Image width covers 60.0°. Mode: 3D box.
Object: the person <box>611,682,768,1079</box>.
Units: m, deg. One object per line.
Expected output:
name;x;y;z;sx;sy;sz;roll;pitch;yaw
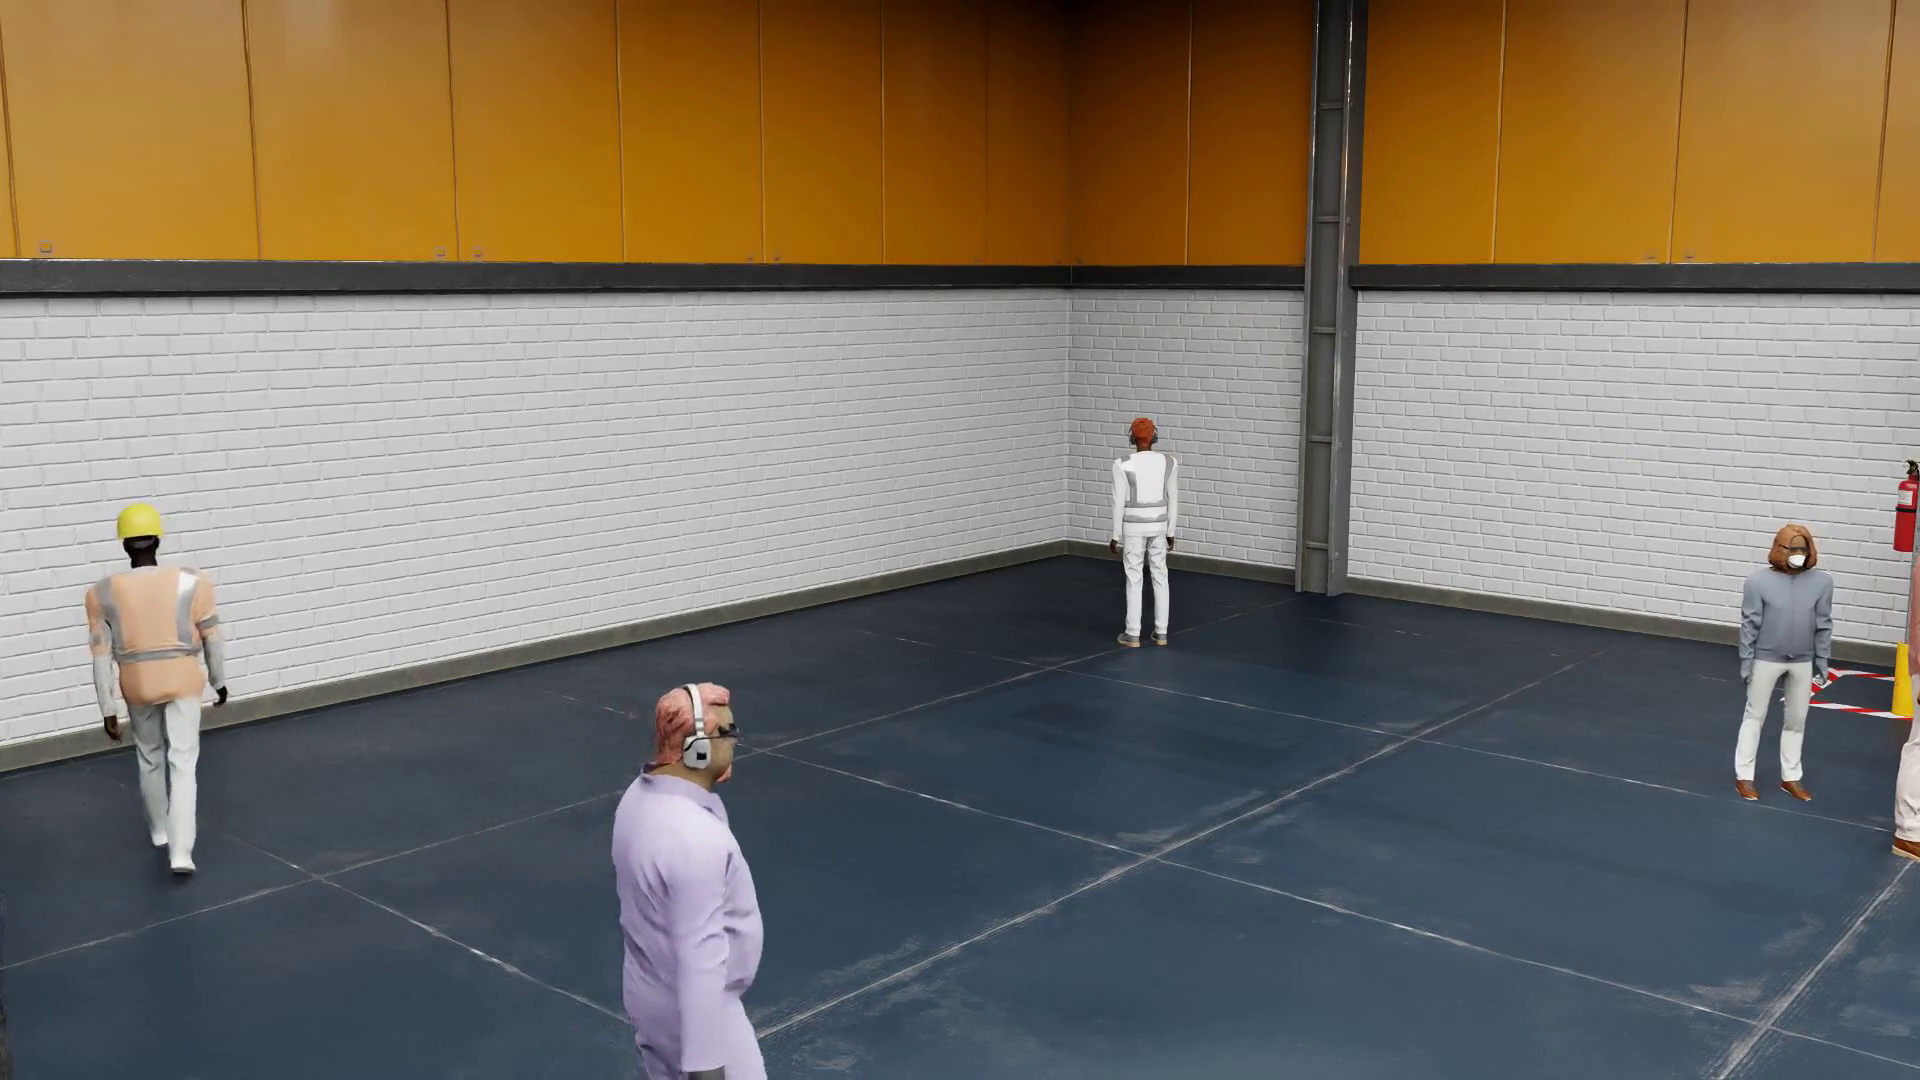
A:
person;-0.747;1.337;4.767;0.420;1.891;0.670;-4;10;-25

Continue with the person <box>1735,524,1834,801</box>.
person;4.738;0.708;9.585;0.498;1.625;0.303;1;9;3

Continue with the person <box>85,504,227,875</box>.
person;-4.106;0.748;8.528;0.596;1.886;0.949;-3;9;-16

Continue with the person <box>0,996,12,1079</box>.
person;-2.610;1.448;4.015;0.597;1.914;0.373;-2;9;-11

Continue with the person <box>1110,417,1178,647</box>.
person;1.499;-0.061;13.599;0.575;1.882;0.359;-2;9;-15

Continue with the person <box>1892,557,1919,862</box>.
person;5.112;0.675;8.620;0.622;1.993;0.383;-9;12;-43
